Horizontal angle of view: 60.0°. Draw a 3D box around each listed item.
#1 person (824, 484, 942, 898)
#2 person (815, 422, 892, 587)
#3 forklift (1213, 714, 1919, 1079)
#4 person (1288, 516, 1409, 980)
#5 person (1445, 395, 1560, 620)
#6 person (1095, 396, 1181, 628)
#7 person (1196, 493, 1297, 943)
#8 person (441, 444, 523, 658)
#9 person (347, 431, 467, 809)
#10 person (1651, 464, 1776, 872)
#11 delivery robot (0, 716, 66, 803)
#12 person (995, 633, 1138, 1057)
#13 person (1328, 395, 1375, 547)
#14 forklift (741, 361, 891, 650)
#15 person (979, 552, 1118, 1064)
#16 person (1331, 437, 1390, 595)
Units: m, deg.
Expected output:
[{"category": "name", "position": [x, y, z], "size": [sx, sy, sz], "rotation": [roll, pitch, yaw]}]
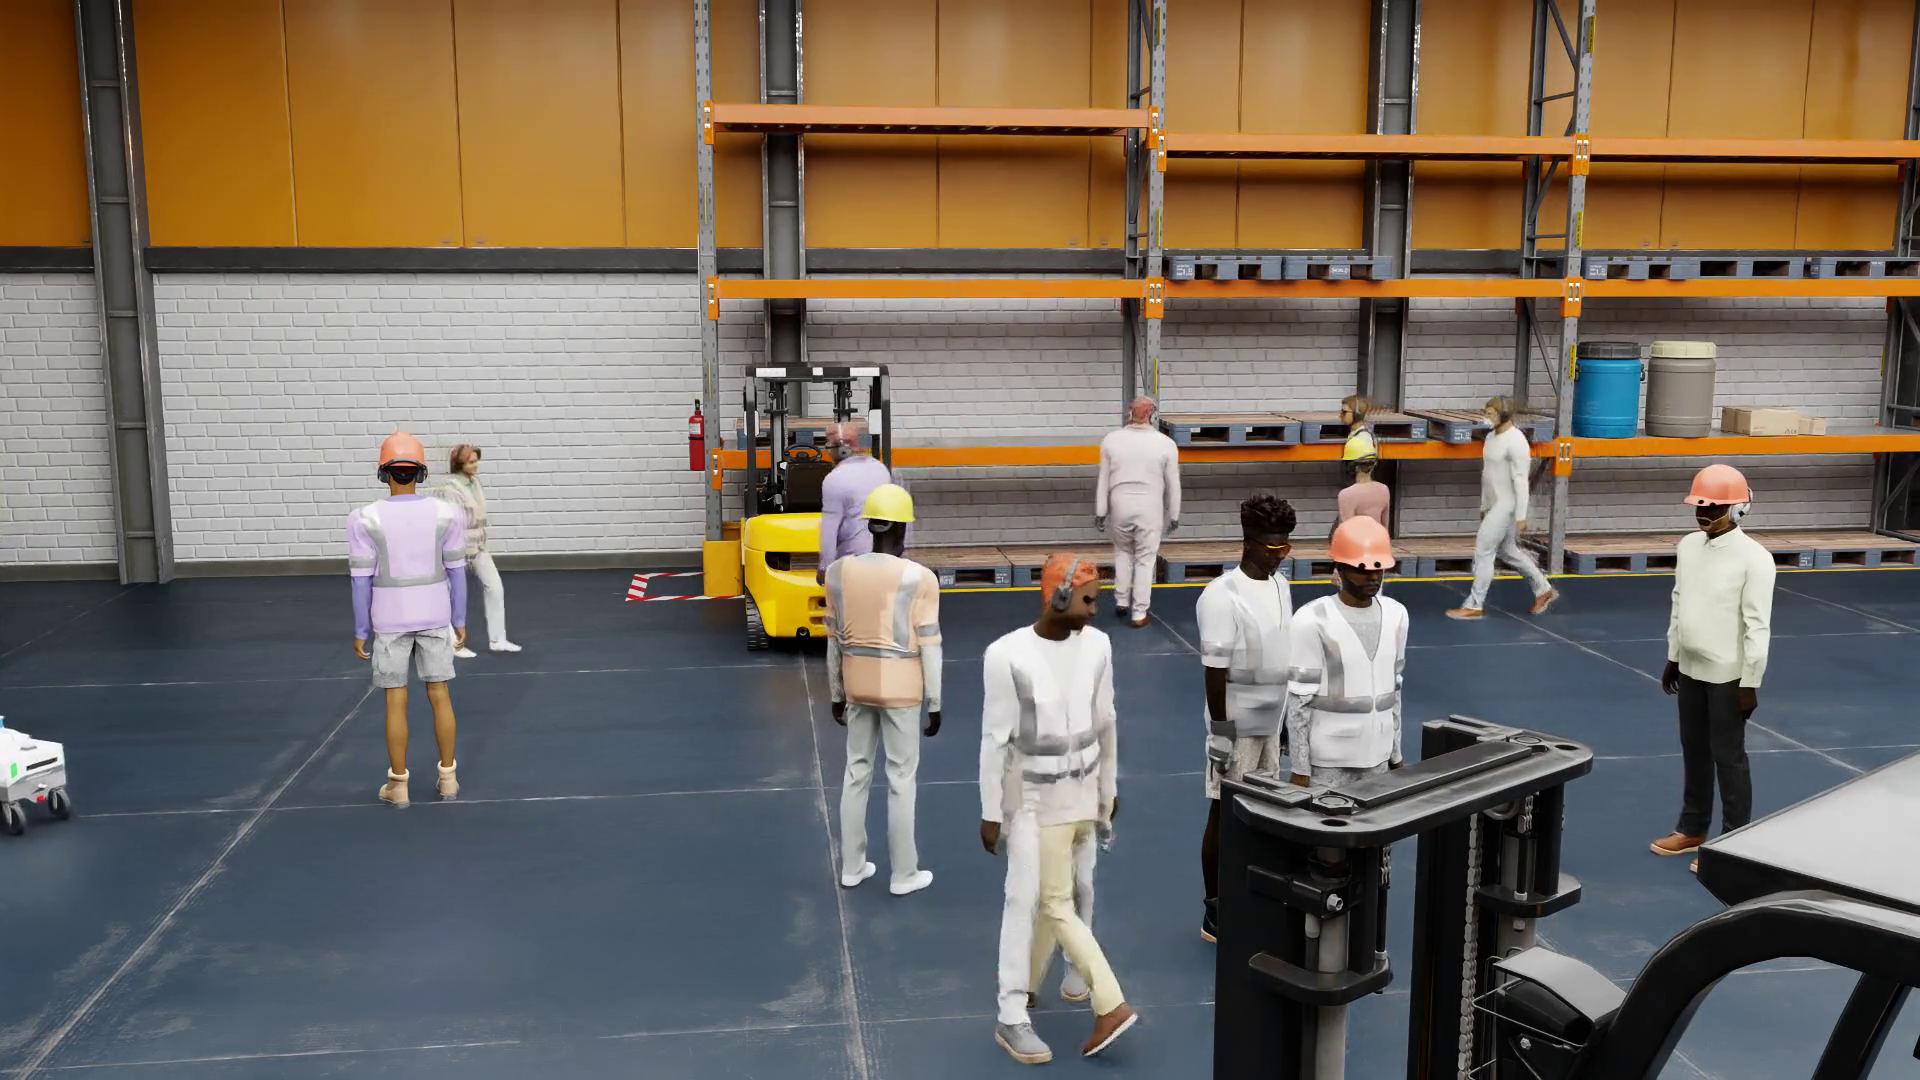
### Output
[{"category": "person", "position": [-0.344, 0.698, 7.752], "size": [0.586, 1.922, 0.391], "rotation": [4, 10, 24]}, {"category": "person", "position": [-0.733, 0.114, 11.552], "size": [0.661, 1.871, 0.681], "rotation": [5, 10, 27]}, {"category": "forklift", "position": [1.441, 1.425, 2.350], "size": [1.214, 2.155, 2.313], "rotation": [-7, 12, -39]}, {"category": "person", "position": [1.579, 0.857, 6.695], "size": [0.551, 1.934, 0.372], "rotation": [-4, 10, -23]}, {"category": "person", "position": [4.584, -0.272, 13.876], "size": [0.947, 1.901, 0.630], "rotation": [0, 9, -1]}, {"category": "person", "position": [1.481, -0.238, 13.673], "size": [0.688, 1.885, 0.593], "rotation": [3, 10, 18]}, {"category": "person", "position": [1.256, 0.771, 7.162], "size": [0.380, 1.958, 0.603], "rotation": [7, 12, 39]}, {"category": "person", "position": [-3.592, 0.099, 12.403], "size": [0.665, 1.613, 0.552], "rotation": [2, 9, 14]}, {"category": "person", "position": [-2.986, 0.431, 9.023], "size": [0.611, 2.043, 0.375], "rotation": [-5, 11, -30]}, {"category": "person", "position": [3.629, 0.620, 8.044], "size": [0.405, 1.987, 0.620], "rotation": [-2, 9, -13]}, {"category": "delivery robot", "position": [-5.079, 1.168, 8.760], "size": [0.707, 0.478, 0.477], "rotation": [4, 10, 23]}, {"category": "person", "position": [0.437, 1.088, 6.333], "size": [0.533, 1.590, 0.765], "rotation": [-8, 12, -42]}, {"category": "person", "position": [3.424, -0.355, 14.570], "size": [0.461, 1.829, 0.528], "rotation": [2, 9, 10]}, {"category": "forklift", "position": [-1.154, -0.340, 13.365], "size": [1.214, 2.155, 2.313], "rotation": [-1, 9, -7]}, {"category": "person", "position": [0.344, 0.961, 6.343], "size": [0.660, 1.854, 0.668], "rotation": [-4, 10, -25]}, {"category": "person", "position": [2.760, 0.166, 11.544], "size": [0.533, 1.765, 0.325], "rotation": [-7, 12, -39]}]
